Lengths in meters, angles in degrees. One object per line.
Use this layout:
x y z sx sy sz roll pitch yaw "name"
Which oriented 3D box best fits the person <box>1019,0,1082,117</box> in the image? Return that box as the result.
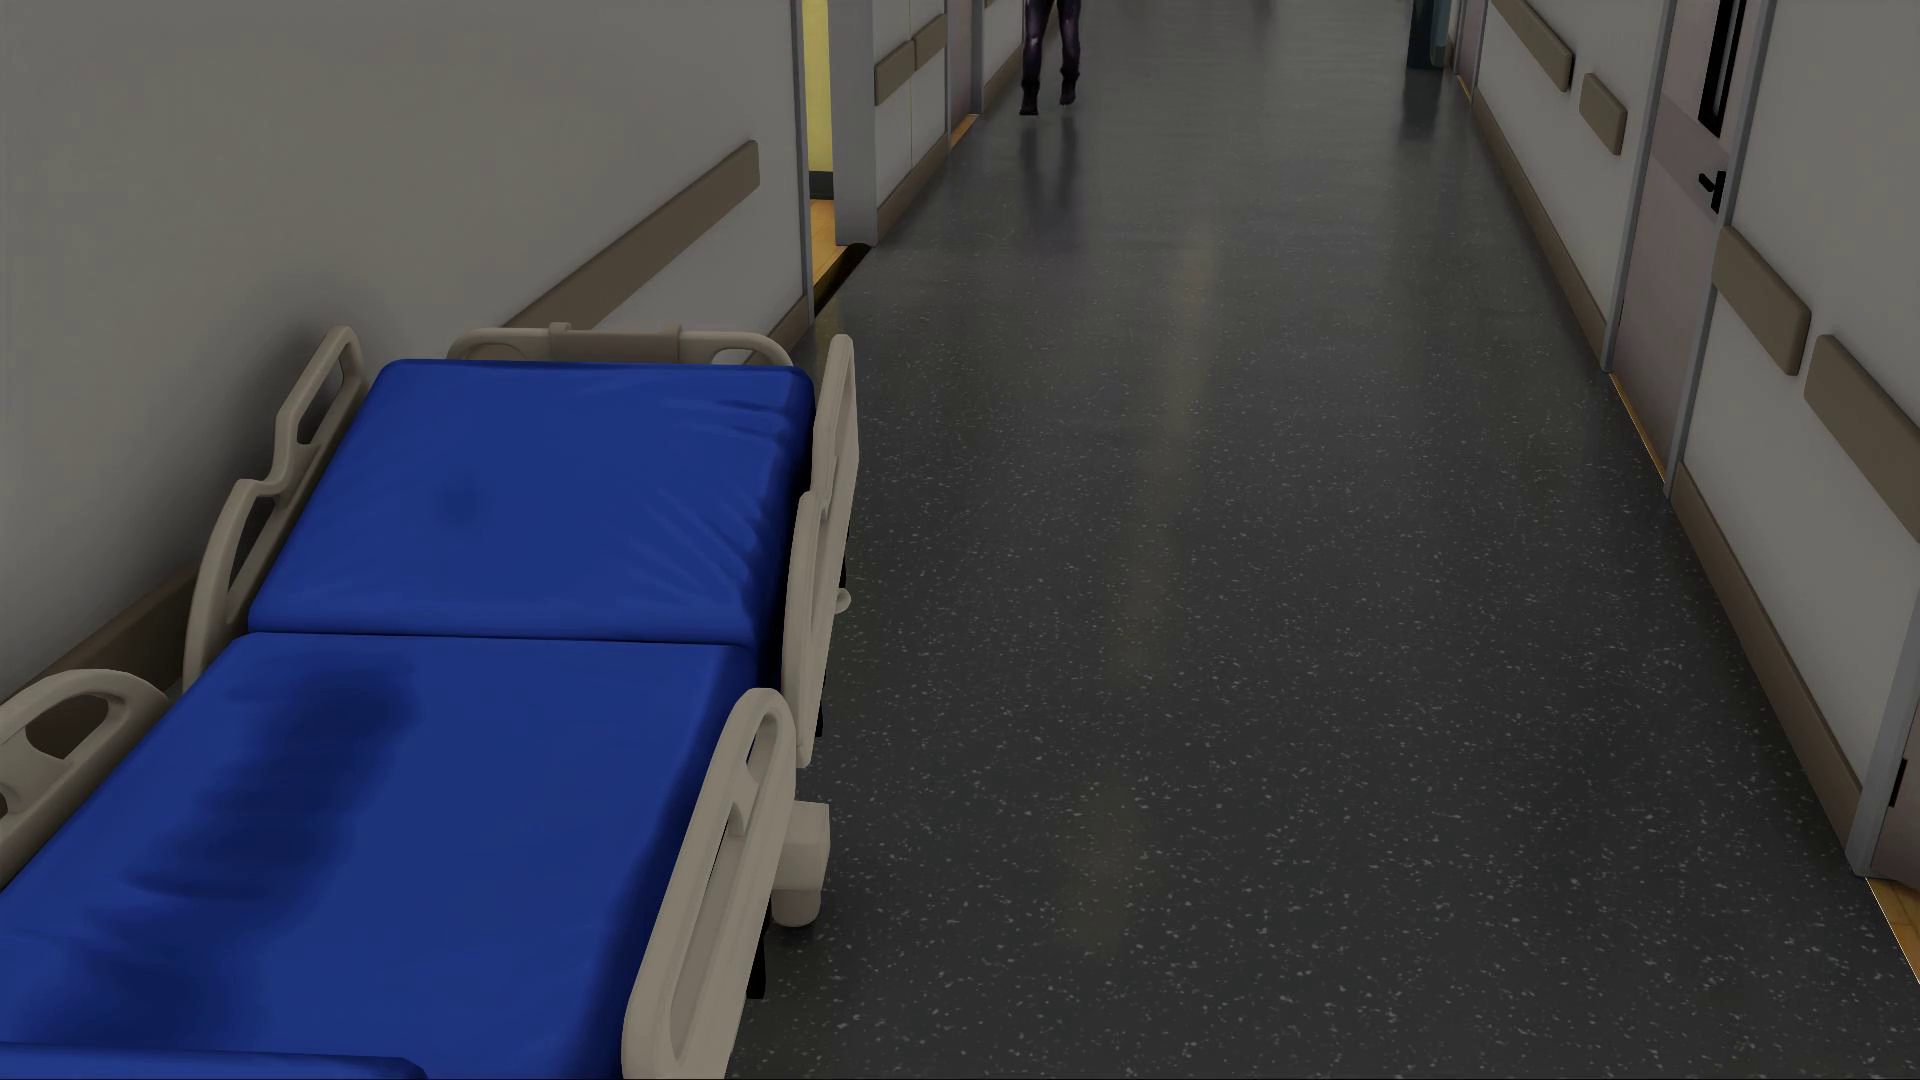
0.696 -3.868 11.531 1.145 1.782 0.756 6 26 12 "person"
